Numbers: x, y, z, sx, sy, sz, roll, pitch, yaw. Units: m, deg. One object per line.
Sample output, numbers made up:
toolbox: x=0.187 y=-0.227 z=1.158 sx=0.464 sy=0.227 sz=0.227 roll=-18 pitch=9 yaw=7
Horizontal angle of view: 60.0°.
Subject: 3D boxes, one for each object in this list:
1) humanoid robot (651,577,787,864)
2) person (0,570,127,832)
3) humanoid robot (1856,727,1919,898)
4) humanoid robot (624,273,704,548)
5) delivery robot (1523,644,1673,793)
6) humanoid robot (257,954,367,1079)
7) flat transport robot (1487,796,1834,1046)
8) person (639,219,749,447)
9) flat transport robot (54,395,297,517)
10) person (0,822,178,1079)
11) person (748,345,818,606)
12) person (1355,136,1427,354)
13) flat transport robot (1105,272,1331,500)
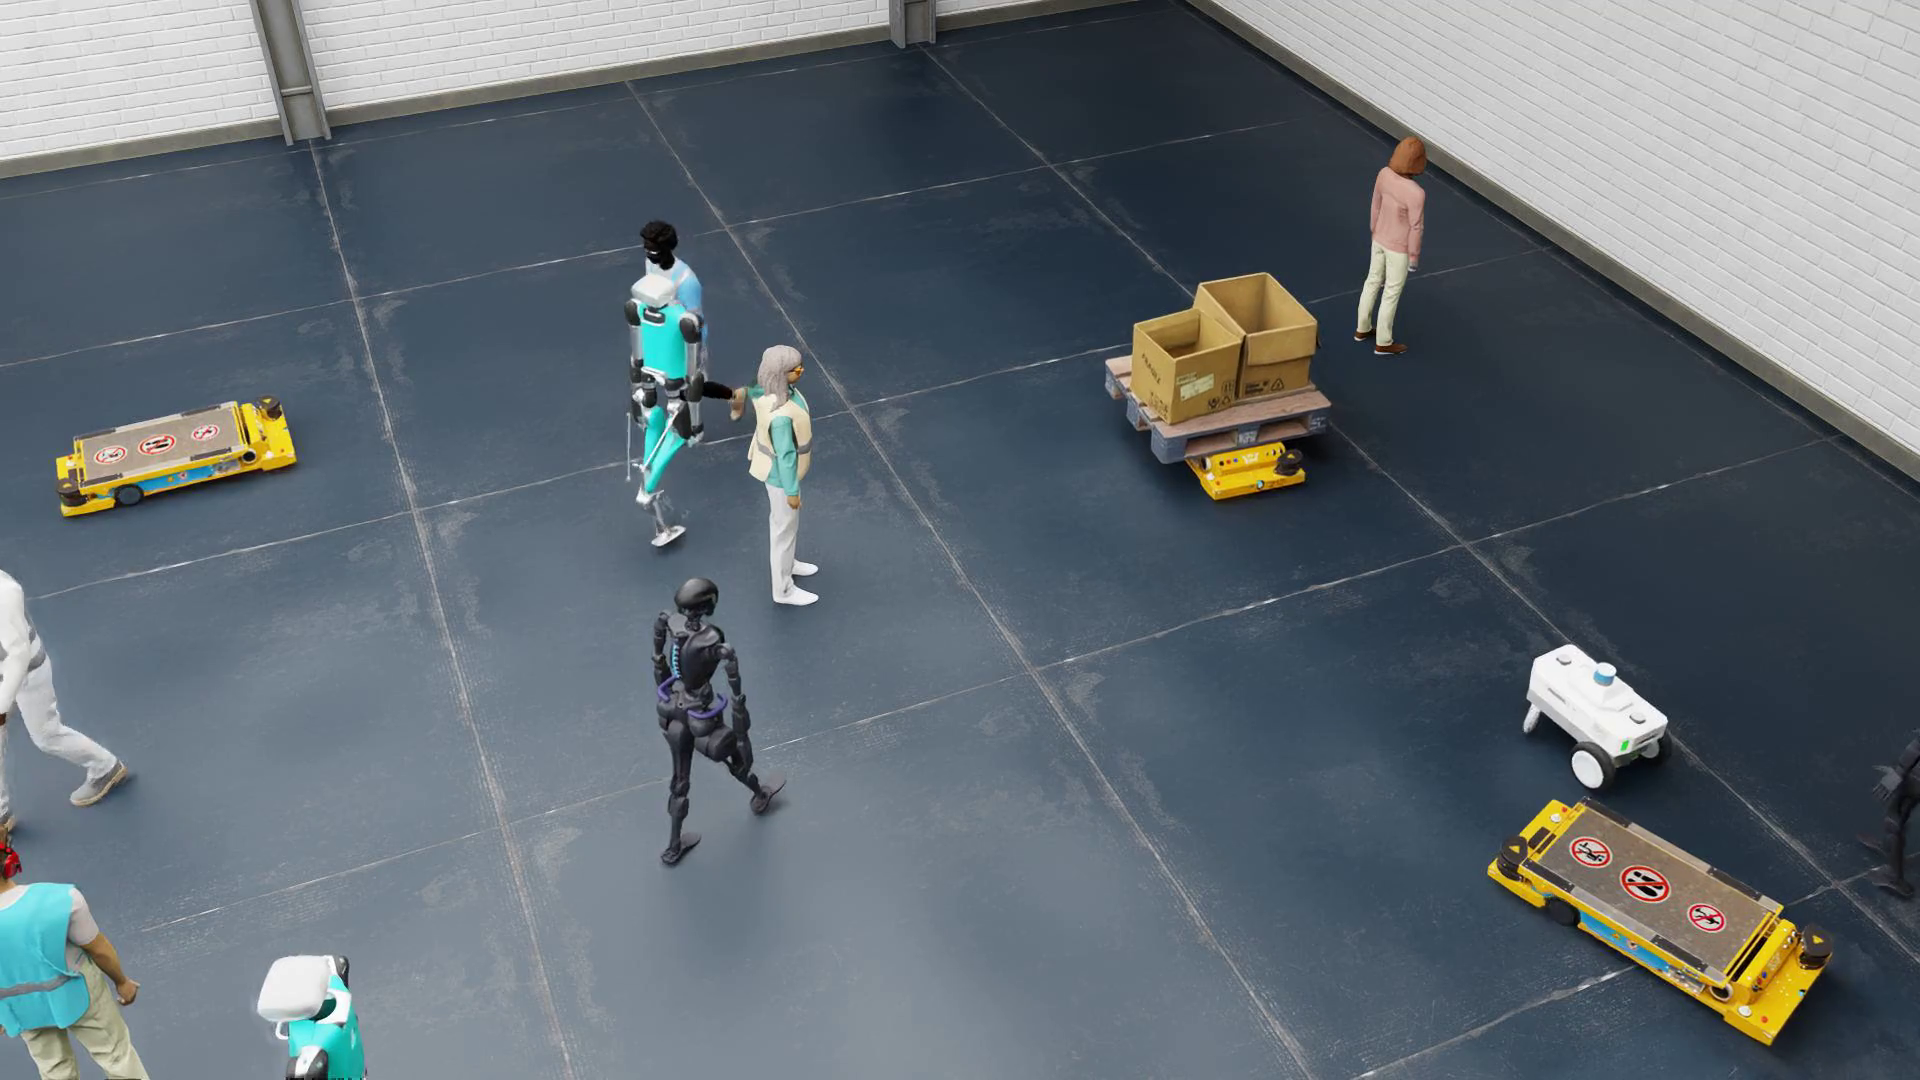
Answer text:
humanoid robot: x=-1.239 y=0.815 z=8.086 sx=0.611 sy=1.629 sz=0.757 roll=23 pitch=43 yaw=27
person: x=-4.664 y=0.698 z=8.080 sx=0.581 sy=1.837 sz=0.743 roll=12 pitch=39 yaw=15
humanoid robot: x=4.595 y=1.011 z=7.823 sx=0.602 sy=1.664 sz=0.380 roll=-28 pitch=46 yaw=-31
humanoid robot: x=-1.862 y=-0.645 z=9.935 sx=0.538 sy=1.801 sz=0.790 roll=20 pitch=42 yaw=24
delivery robot: x=3.371 y=0.922 z=8.833 sx=0.525 sy=0.587 sz=0.756 roll=-19 pitch=41 yaw=-23
humanoid robot: x=-2.599 y=2.212 z=6.208 sx=0.960 sy=1.775 sz=0.546 roll=-4 pitch=38 yaw=-5
flat transport robot: x=3.343 y=1.763 z=7.979 sx=1.431 sy=0.231 sz=0.659 roll=31 pitch=47 yaw=34
person: x=-1.771 y=-1.362 z=10.889 sx=0.629 sy=1.671 sz=0.543 roll=-29 pitch=46 yaw=-32
flat transport robot: x=-5.198 y=-0.568 z=11.013 sx=1.431 sy=0.231 sz=0.659 roll=-17 pitch=41 yaw=-20
person: x=-3.599 y=1.826 z=6.602 sx=0.563 sy=1.847 sz=0.392 roll=-9 pitch=38 yaw=-11
person: x=-1.024 y=-0.373 z=9.583 sx=0.373 sy=1.700 sz=0.458 roll=-6 pitch=38 yaw=-7
person: x=3.106 y=-2.105 z=11.888 sx=0.278 sy=1.636 sz=0.506 roll=-17 pitch=41 yaw=-21
flat transport robot: x=1.727 y=-0.789 z=11.300 sx=0.659 sy=0.231 sz=1.431 roll=-12 pitch=39 yaw=-15
